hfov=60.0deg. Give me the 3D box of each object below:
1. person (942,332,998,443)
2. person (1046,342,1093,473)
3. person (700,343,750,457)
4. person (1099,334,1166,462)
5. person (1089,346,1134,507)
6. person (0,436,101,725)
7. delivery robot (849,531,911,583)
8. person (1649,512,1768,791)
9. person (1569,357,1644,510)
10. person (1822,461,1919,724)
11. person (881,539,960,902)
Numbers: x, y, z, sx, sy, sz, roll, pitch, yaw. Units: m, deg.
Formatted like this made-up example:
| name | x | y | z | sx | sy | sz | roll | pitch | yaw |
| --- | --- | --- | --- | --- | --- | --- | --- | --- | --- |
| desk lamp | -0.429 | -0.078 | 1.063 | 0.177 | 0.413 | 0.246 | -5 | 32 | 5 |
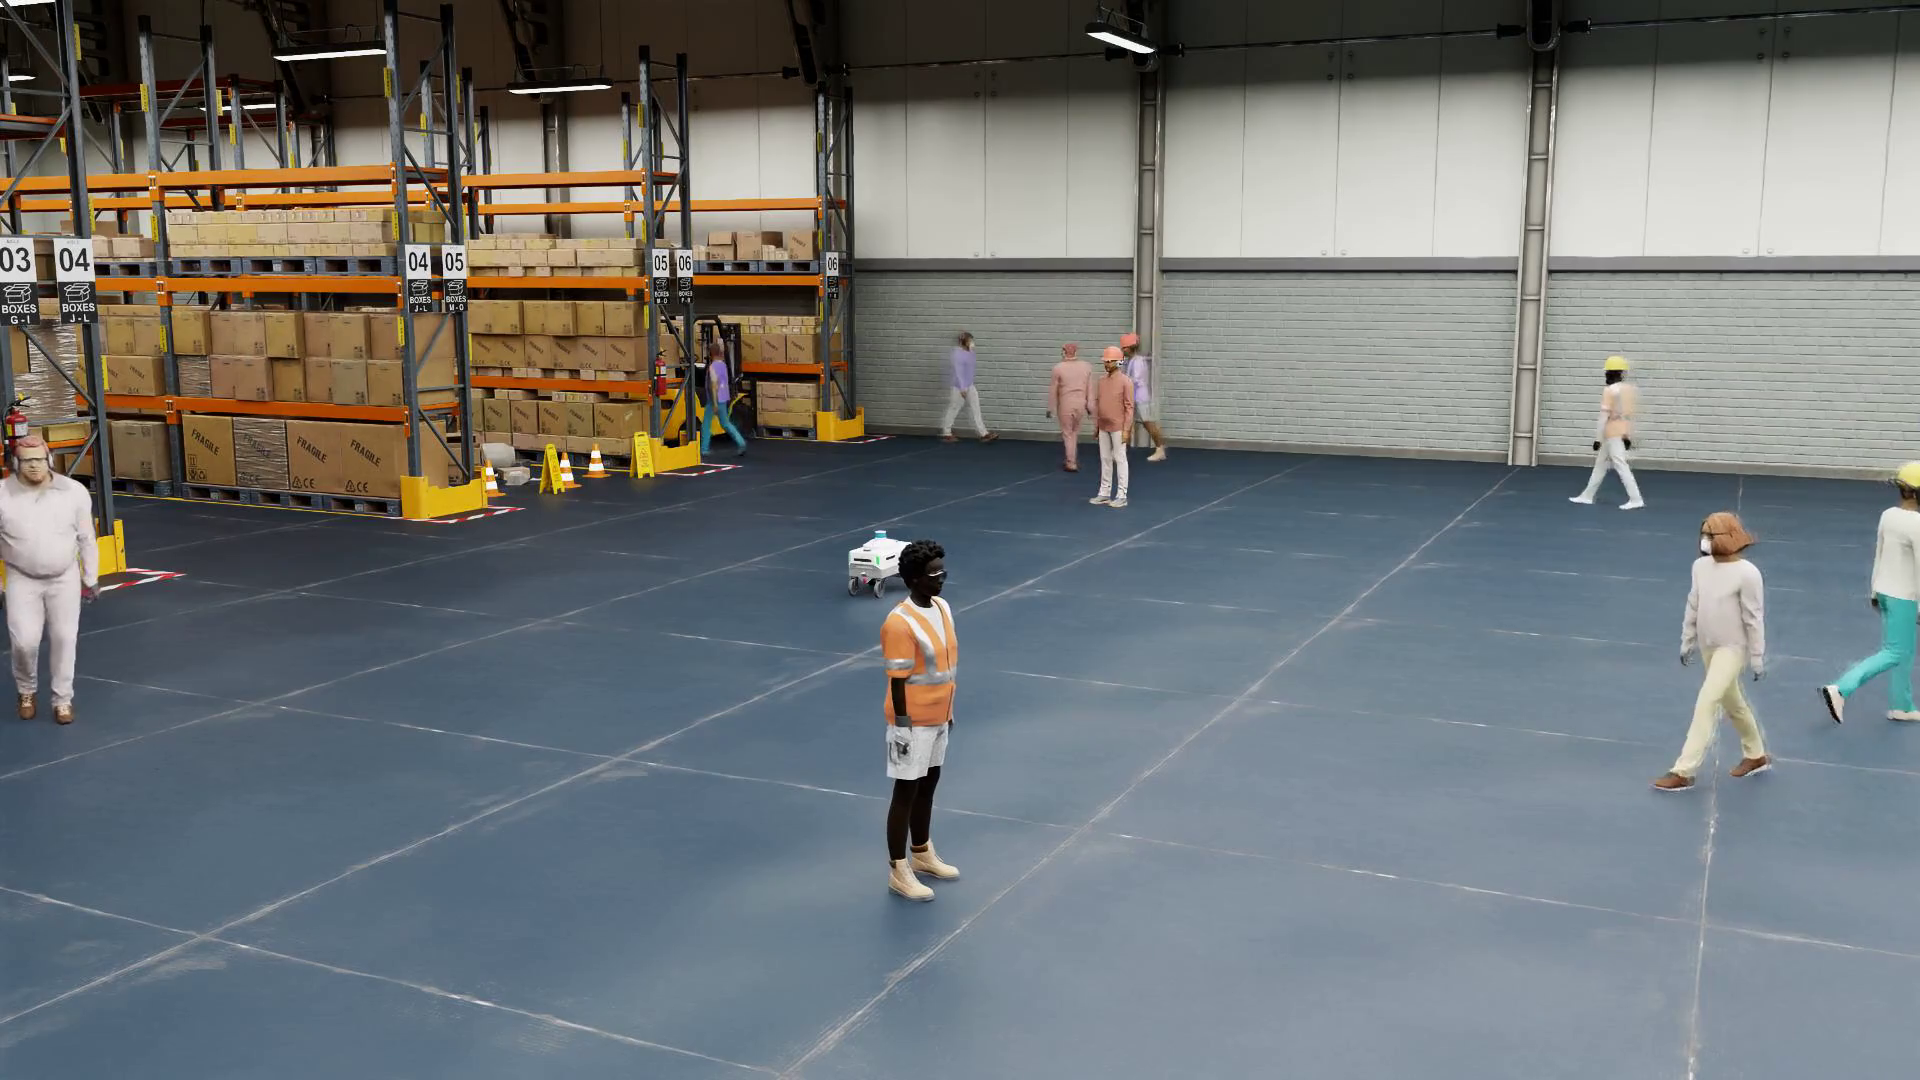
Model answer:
| name | x | y | z | sx | sy | sz | roll | pitch | yaw |
| --- | --- | --- | --- | --- | --- | --- | --- | --- | --- |
| person | 0.122 | -2.569 | 28.149 | 1.040 | 1.880 | 0.655 | 5 | 11 | 28 |
| person | 1.542 | -1.945 | 24.314 | 0.680 | 1.876 | 0.814 | -4 | 10 | -25 |
| person | -3.755 | -2.180 | 25.995 | 0.909 | 1.812 | 0.579 | 2 | 9 | 12 |
| person | 2.695 | -2.150 | 25.344 | 1.064 | 1.976 | 0.627 | -2 | 10 | -13 |
| person | 1.897 | -1.411 | 20.702 | 0.376 | 1.995 | 0.612 | -8 | 12 | -40 |
| person | -5.915 | 0.265 | 10.739 | 0.659 | 1.891 | 0.410 | -7 | 12 | -36 |
| delivery robot | -0.725 | 0.159 | 15.192 | 0.477 | 0.478 | 0.707 | 4 | 10 | 25 |
| person | 4.344 | 0.625 | 9.492 | 0.886 | 1.581 | 0.502 | -3 | 10 | -15 |
| person | 8.058 | -1.320 | 20.522 | 0.974 | 1.880 | 0.601 | 9 | 13 | 43 |
| person | 5.975 | 0.353 | 10.691 | 0.755 | 1.745 | 0.531 | 0 | 9 | 1 |
| person | -0.178 | 0.833 | 7.856 | 0.315 | 1.695 | 0.541 | 4 | 10 | 25 |
